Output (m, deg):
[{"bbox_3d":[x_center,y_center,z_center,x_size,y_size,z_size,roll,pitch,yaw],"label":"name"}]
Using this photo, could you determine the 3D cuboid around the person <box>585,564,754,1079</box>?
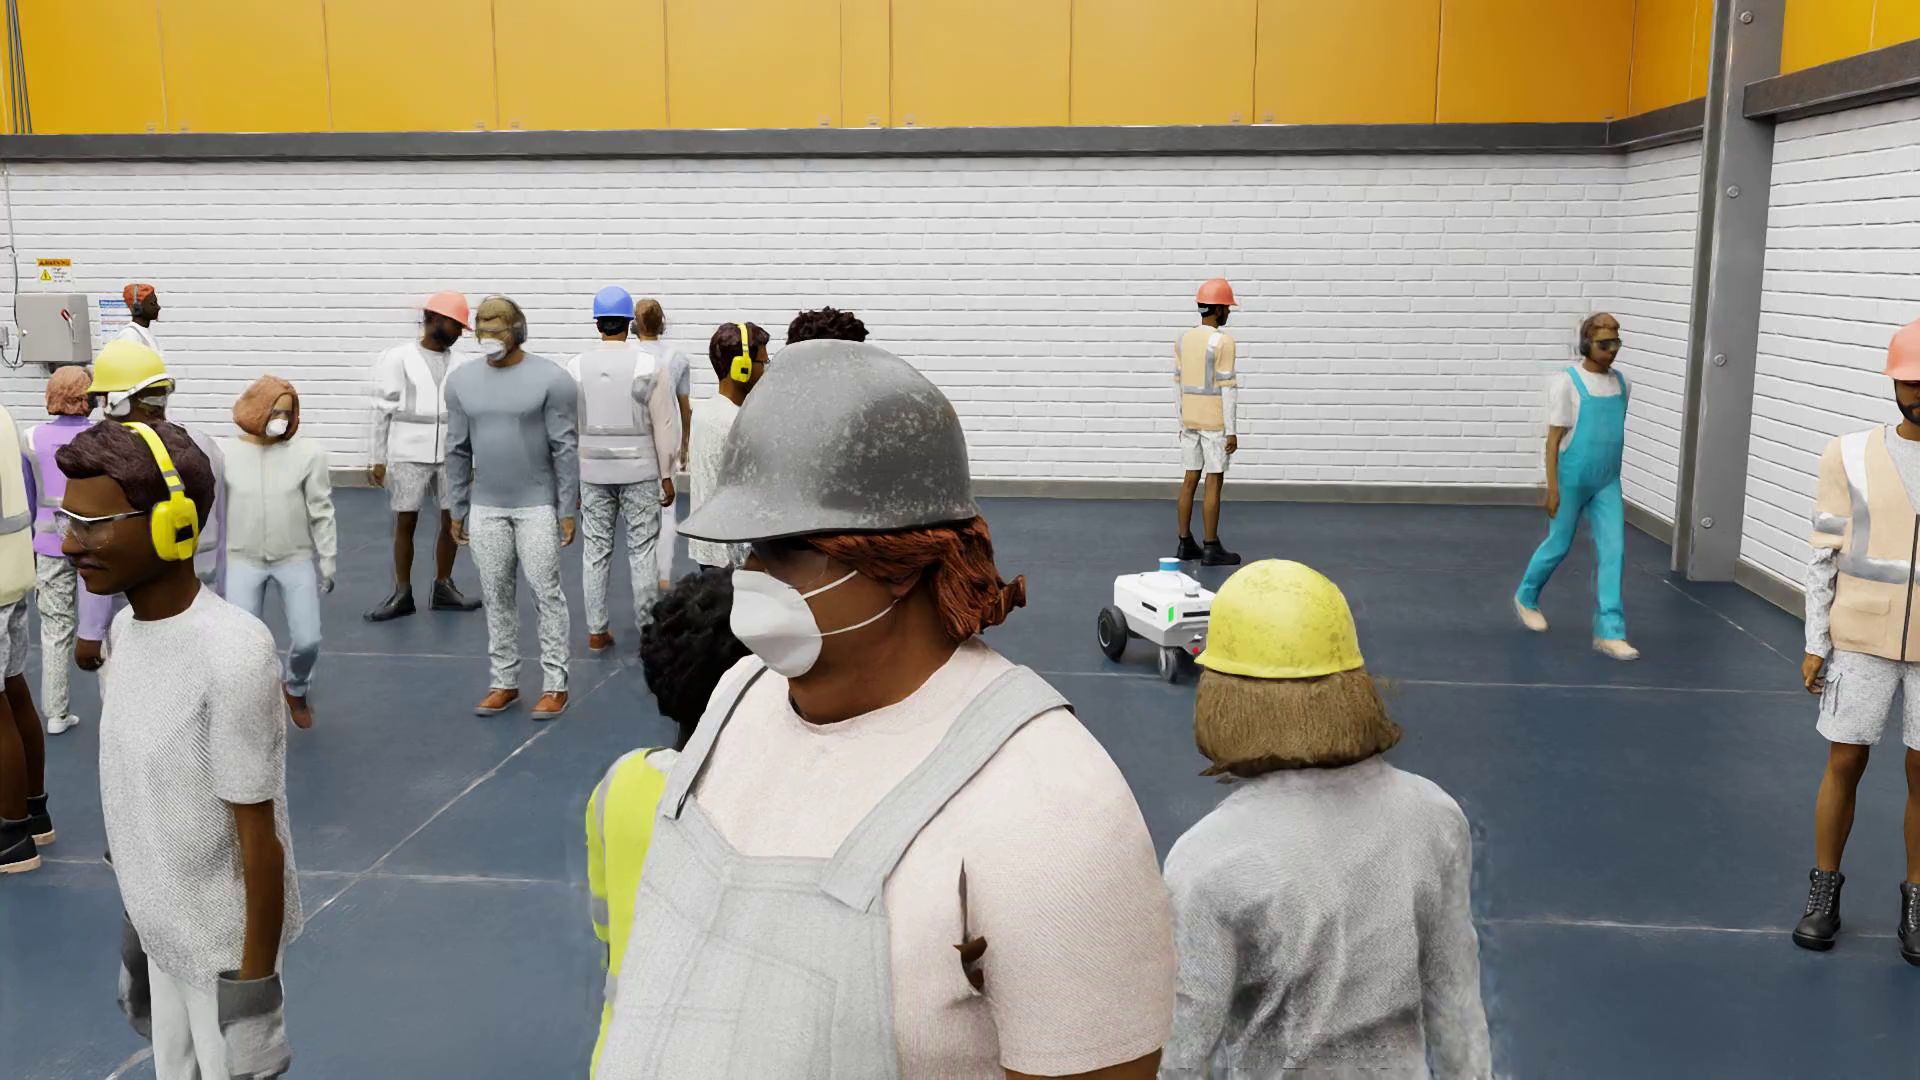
[{"bbox_3d":[-0.436,0.870,2.461,0.638,1.674,0.542,-7,12,-35],"label":"person"}]

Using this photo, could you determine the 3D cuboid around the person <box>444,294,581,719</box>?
[{"bbox_3d":[-2.029,-0.146,7.576,0.636,1.931,0.377,2,10,9],"label":"person"}]

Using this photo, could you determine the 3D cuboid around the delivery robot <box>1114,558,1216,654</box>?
[{"bbox_3d":[1.064,0.334,8.479,0.477,0.478,0.707,-3,10,-18],"label":"delivery robot"}]

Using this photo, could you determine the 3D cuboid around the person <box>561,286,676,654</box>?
[{"bbox_3d":[-1.787,-0.353,8.734,0.605,1.939,0.415,1,10,5],"label":"person"}]

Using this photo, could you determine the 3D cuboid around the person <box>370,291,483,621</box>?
[{"bbox_3d":[-3.117,-0.475,9.582,0.714,1.900,0.357,-9,13,-40],"label":"person"}]

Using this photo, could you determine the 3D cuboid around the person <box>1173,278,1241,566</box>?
[{"bbox_3d":[1.694,-0.796,11.263,0.371,1.935,0.551,-7,12,-33],"label":"person"}]

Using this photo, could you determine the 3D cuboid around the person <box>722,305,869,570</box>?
[{"bbox_3d":[-0.397,0.290,4.973,0.607,1.963,0.373,3,10,14],"label":"person"}]

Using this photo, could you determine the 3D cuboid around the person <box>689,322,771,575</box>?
[{"bbox_3d":[-0.863,0.096,6.405,0.343,1.857,0.520,-5,11,-26],"label":"person"}]

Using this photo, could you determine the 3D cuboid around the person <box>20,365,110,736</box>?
[{"bbox_3d":[-3.835,0.055,7.278,0.523,1.631,0.313,-1,10,-7],"label":"person"}]

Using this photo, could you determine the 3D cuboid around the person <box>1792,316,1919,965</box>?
[{"bbox_3d":[2.816,0.304,4.968,0.545,1.938,0.361,5,11,26],"label":"person"}]

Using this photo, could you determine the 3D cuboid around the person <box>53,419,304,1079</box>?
[{"bbox_3d":[-1.288,0.720,2.817,0.511,1.862,0.324,9,13,42],"label":"person"}]

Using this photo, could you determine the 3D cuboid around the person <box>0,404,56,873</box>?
[{"bbox_3d":[-3.366,0.166,5.676,0.361,1.962,0.612,-3,10,-15],"label":"person"}]

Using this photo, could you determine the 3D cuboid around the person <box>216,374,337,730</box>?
[{"bbox_3d":[-2.954,0.108,7.004,0.620,1.623,0.457,-4,11,-24],"label":"person"}]

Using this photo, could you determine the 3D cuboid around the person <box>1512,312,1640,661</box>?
[{"bbox_3d":[3.322,-0.319,8.926,0.523,1.810,0.940,-3,10,-16],"label":"person"}]

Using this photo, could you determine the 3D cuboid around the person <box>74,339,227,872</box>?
[{"bbox_3d":[-2.782,0.225,5.741,0.403,1.824,0.606,2,10,14],"label":"person"}]

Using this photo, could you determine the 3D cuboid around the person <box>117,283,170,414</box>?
[{"bbox_3d":[-5.947,-0.926,12.166,0.355,1.883,0.572,-3,10,-17],"label":"person"}]

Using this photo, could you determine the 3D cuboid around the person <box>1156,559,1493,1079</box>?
[{"bbox_3d":[0.470,0.871,2.380,0.496,1.696,0.830,-6,11,-30],"label":"person"}]

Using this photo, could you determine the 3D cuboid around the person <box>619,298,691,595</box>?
[{"bbox_3d":[-1.910,-0.571,10.277,0.549,1.827,0.410,-5,11,-29],"label":"person"}]
